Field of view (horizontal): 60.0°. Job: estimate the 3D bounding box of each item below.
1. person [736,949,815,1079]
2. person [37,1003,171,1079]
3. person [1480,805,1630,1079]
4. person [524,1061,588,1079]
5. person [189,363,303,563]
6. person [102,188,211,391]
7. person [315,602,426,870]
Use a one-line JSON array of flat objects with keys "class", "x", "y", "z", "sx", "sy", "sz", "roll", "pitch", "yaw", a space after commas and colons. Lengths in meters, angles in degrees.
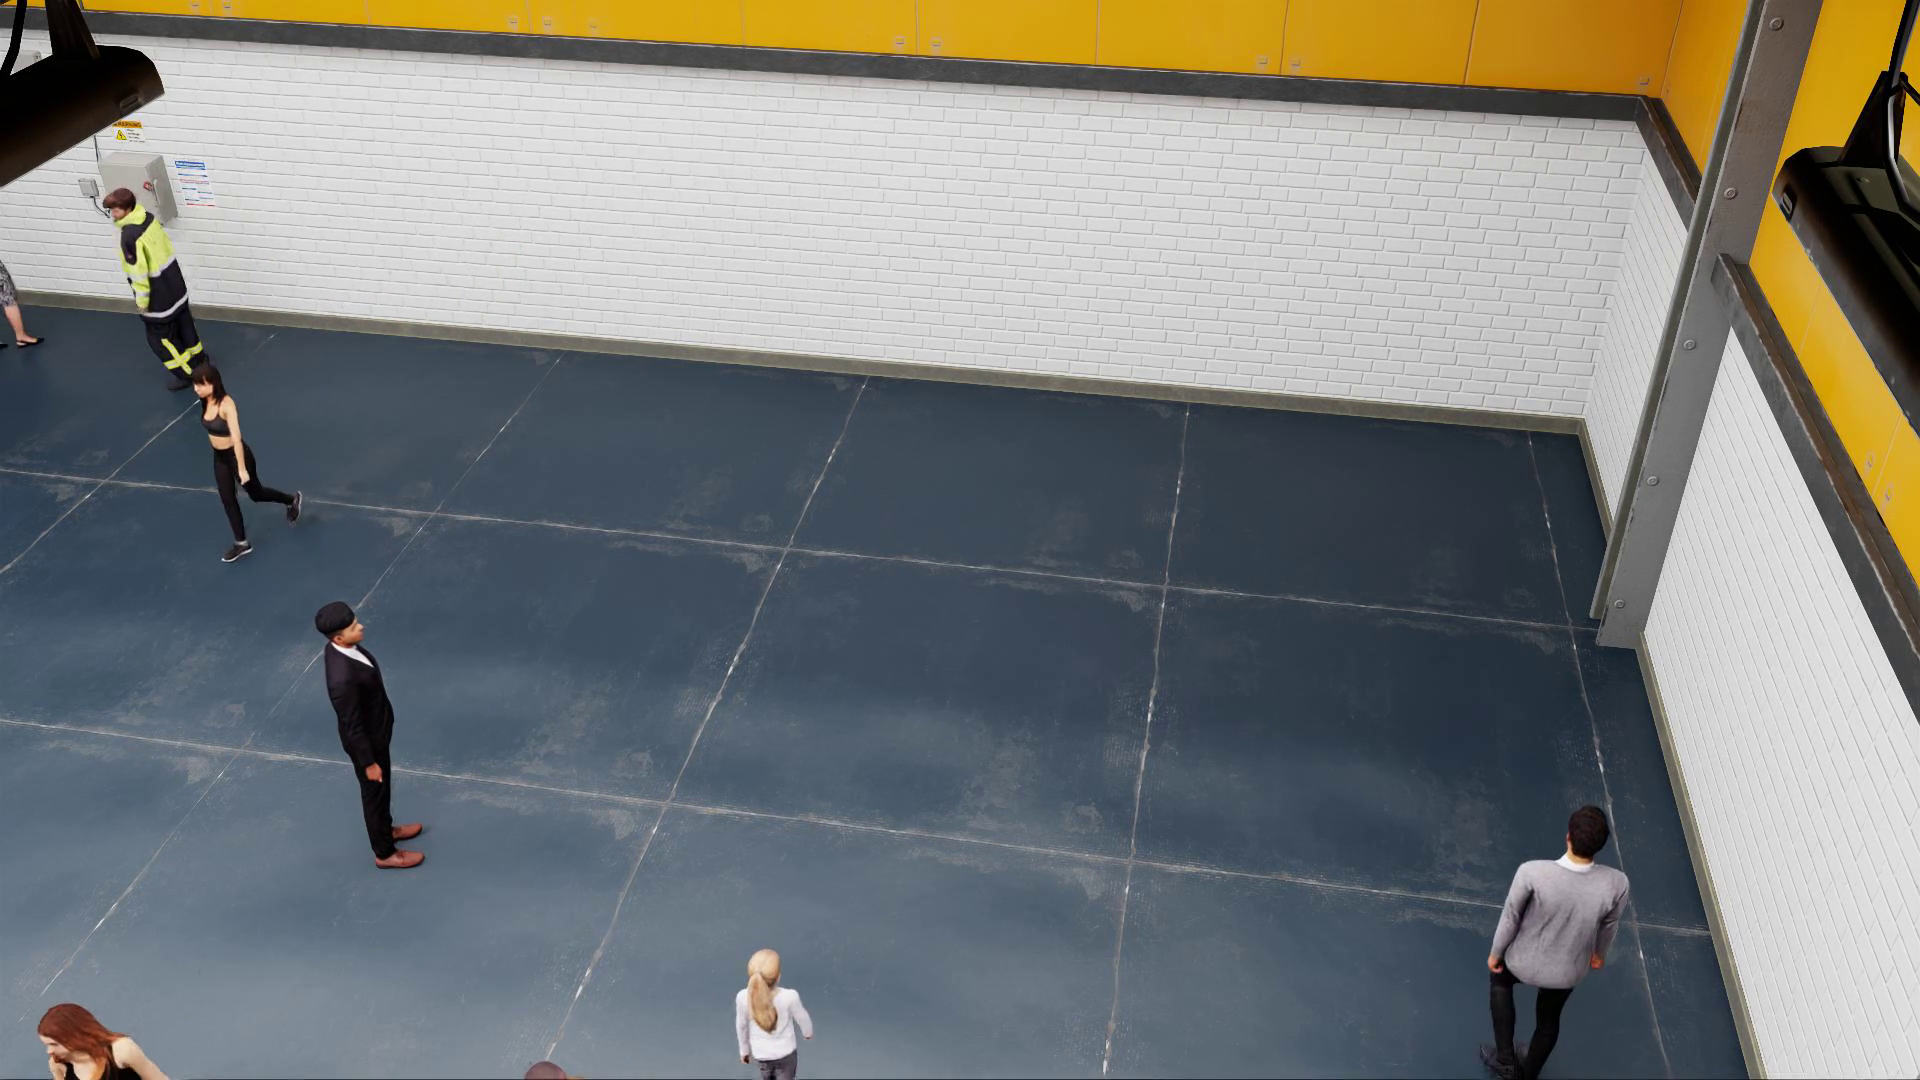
[{"class": "person", "x": -0.945, "y": 2.584, "z": 8.292, "sx": 0.490, "sy": 1.261, "sz": 0.725, "roll": 6, "pitch": 34, "yaw": 10}, {"class": "person", "x": -3.793, "y": 2.658, "z": 7.795, "sx": 0.659, "sy": 1.690, "sz": 0.739, "roll": -5, "pitch": 34, "yaw": -7}, {"class": "person", "x": 2.961, "y": 2.153, "z": 8.356, "sx": 0.759, "sy": 1.910, "sz": 0.649, "roll": 4, "pitch": 34, "yaw": 6}, {"class": "person", "x": -1.728, "y": 2.911, "z": 7.291, "sx": 0.837, "sy": 1.825, "sz": 0.600, "roll": 14, "pitch": 36, "yaw": 20}, {"class": "person", "x": -5.529, "y": -0.651, "z": 12.833, "sx": 0.758, "sy": 1.623, "sz": 1.076, "roll": 17, "pitch": 37, "yaw": 23}, {"class": "person", "x": -7.213, "y": -2.308, "z": 15.033, "sx": 1.029, "sy": 1.948, "sz": 0.626, "roll": 8, "pitch": 34, "yaw": 12}, {"class": "person", "x": -3.547, "y": 1.154, "z": 9.882, "sx": 0.834, "sy": 1.884, "sz": 0.685, "roll": -11, "pitch": 35, "yaw": -16}]
